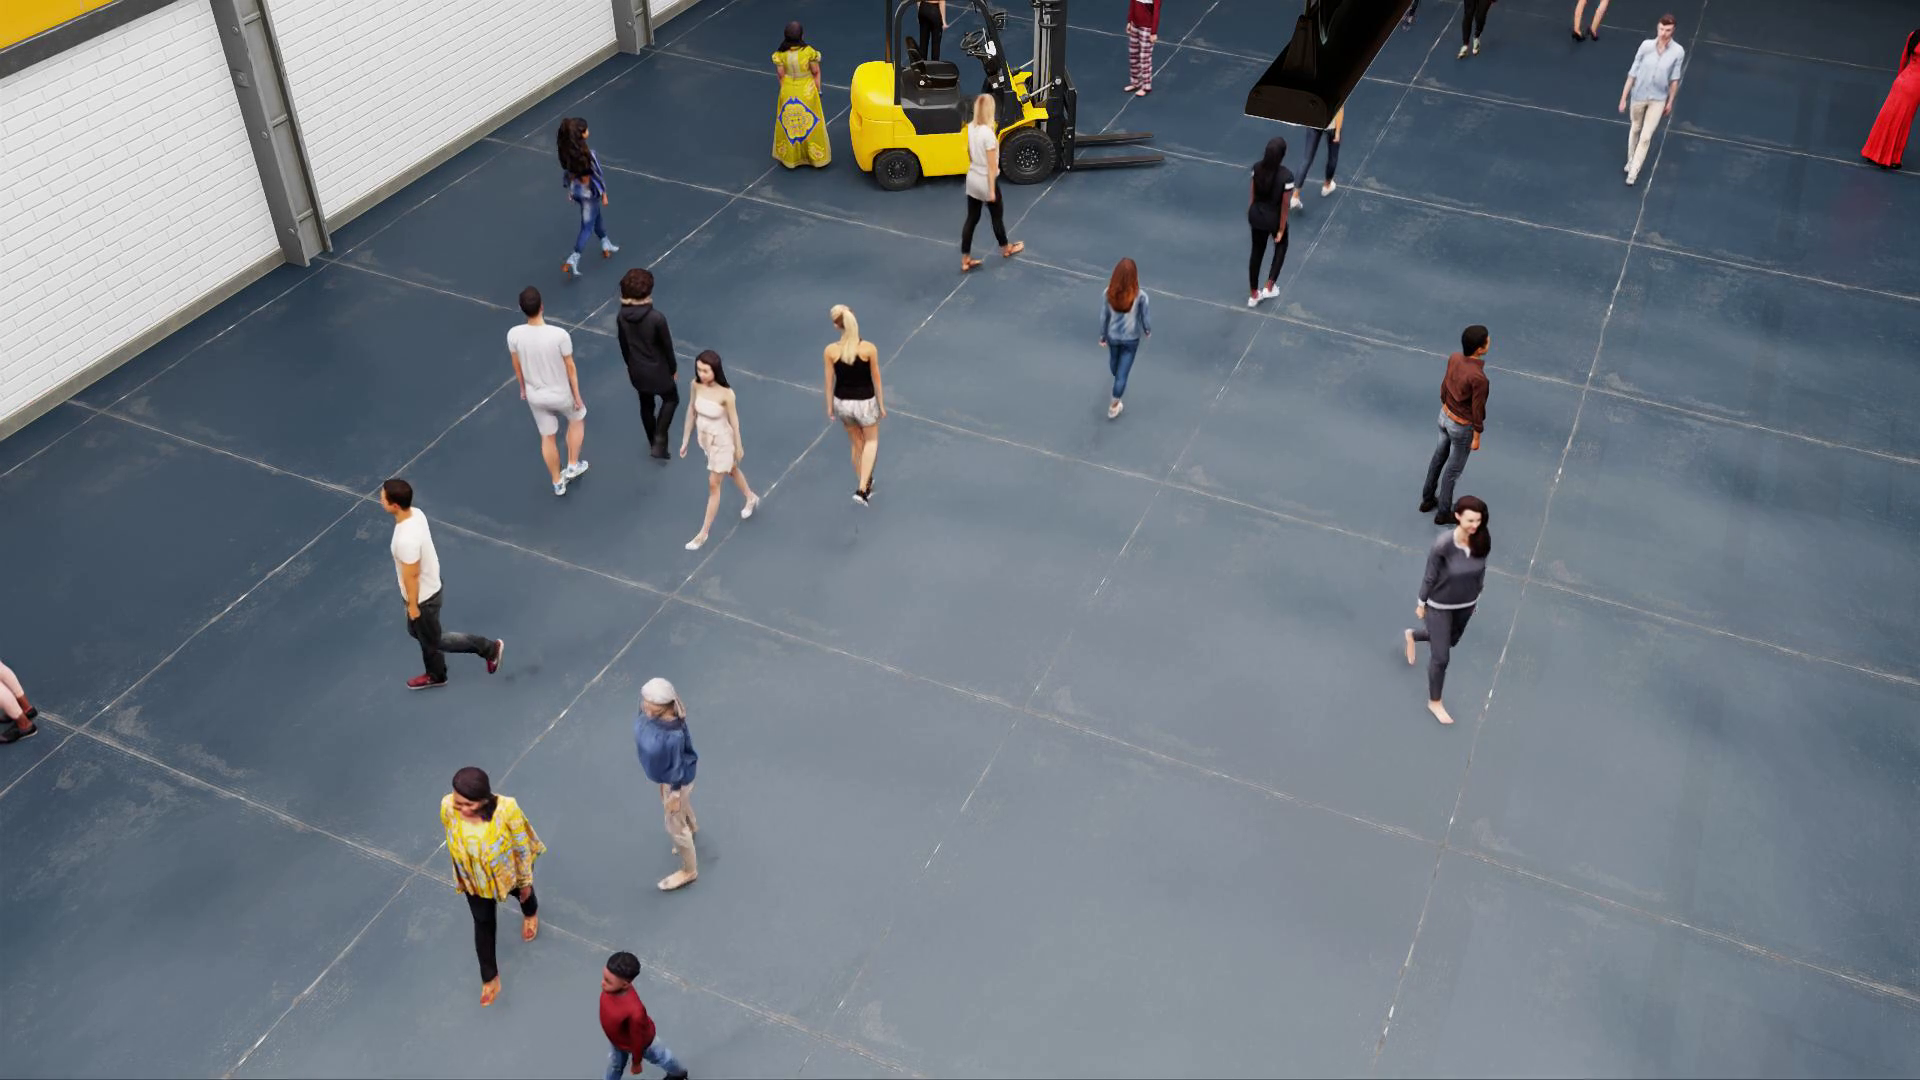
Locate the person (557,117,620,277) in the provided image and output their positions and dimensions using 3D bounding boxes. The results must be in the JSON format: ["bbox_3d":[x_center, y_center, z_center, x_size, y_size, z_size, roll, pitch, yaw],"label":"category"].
[{"bbox_3d":[-3.720,-3.346,16.317,0.731,1.588,1.079,23,44,26],"label":"person"}]

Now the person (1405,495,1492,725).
[{"bbox_3d":[3.345,0.388,11.518,1.040,1.743,1.108,-12,40,-15],"label":"person"}]

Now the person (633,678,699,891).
[{"bbox_3d":[-1.754,1.446,10.252,0.822,1.680,0.775,-13,40,-16],"label":"person"}]

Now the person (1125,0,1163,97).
[{"bbox_3d":[2.185,-6.117,19.694,0.660,1.704,0.685,-25,45,-28],"label":"person"}]

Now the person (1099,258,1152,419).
[{"bbox_3d":[1.393,-1.717,14.390,0.591,1.449,0.926,15,41,18],"label":"person"}]

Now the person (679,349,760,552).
[{"bbox_3d":[-1.829,-0.779,13.023,0.743,1.689,1.122,26,45,29],"label":"person"}]

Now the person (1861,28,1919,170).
[{"bbox_3d":[10.345,-4.925,18.151,0.780,1.779,0.719,-12,40,-15],"label":"person"}]

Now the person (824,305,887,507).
[{"bbox_3d":[-0.842,-1.018,13.217,0.788,1.820,0.958,5,39,6],"label":"person"}]

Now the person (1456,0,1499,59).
[{"bbox_3d":[6.464,-6.870,20.563,0.670,1.797,0.678,20,43,23],"label":"person"}]

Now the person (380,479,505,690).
[{"bbox_3d":[-3.644,0.335,11.561,1.057,1.782,1.011,-11,40,-14],"label":"person"}]

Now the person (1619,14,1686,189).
[{"bbox_3d":[7.448,-4.784,17.940,0.743,1.811,1.145,20,43,23],"label":"person"}]

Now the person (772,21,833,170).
[{"bbox_3d":[-1.748,-4.849,18.150,0.971,1.660,0.946,2,39,2],"label":"person"}]

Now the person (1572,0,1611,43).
[{"bbox_3d":[7.939,-7.091,20.950,0.758,1.660,0.699,-13,40,-16],"label":"person"}]

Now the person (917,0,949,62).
[{"bbox_3d":[-0.357,-6.301,19.974,0.593,1.642,0.550,23,44,26],"label":"person"}]

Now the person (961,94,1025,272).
[{"bbox_3d":[0.154,-3.456,16.289,1.088,1.796,0.886,-28,46,-31],"label":"person"}]

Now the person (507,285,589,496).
[{"bbox_3d":[-3.316,-1.140,13.354,0.808,1.839,0.818,3,39,4],"label":"person"}]

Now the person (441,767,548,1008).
[{"bbox_3d":[-2.691,1.873,9.761,0.976,1.616,1.145,-1,39,-2],"label":"person"}]

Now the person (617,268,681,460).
[{"bbox_3d":[-2.575,-1.379,13.712,0.708,1.765,0.795,9,40,11],"label":"person"}]

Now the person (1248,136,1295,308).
[{"bbox_3d":[2.882,-2.989,15.770,0.655,1.713,0.681,23,44,26],"label":"person"}]

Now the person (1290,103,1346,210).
[{"bbox_3d":[3.743,-4.274,17.331,0.744,1.773,1.174,24,44,27],"label":"person"}]

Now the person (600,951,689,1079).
[{"bbox_3d":[-1.729,2.668,9.080,0.936,1.222,0.764,-25,45,-28],"label":"person"}]

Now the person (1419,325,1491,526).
[{"bbox_3d":[3.920,-0.913,13.116,0.760,1.782,0.705,-13,41,-16],"label":"person"}]
